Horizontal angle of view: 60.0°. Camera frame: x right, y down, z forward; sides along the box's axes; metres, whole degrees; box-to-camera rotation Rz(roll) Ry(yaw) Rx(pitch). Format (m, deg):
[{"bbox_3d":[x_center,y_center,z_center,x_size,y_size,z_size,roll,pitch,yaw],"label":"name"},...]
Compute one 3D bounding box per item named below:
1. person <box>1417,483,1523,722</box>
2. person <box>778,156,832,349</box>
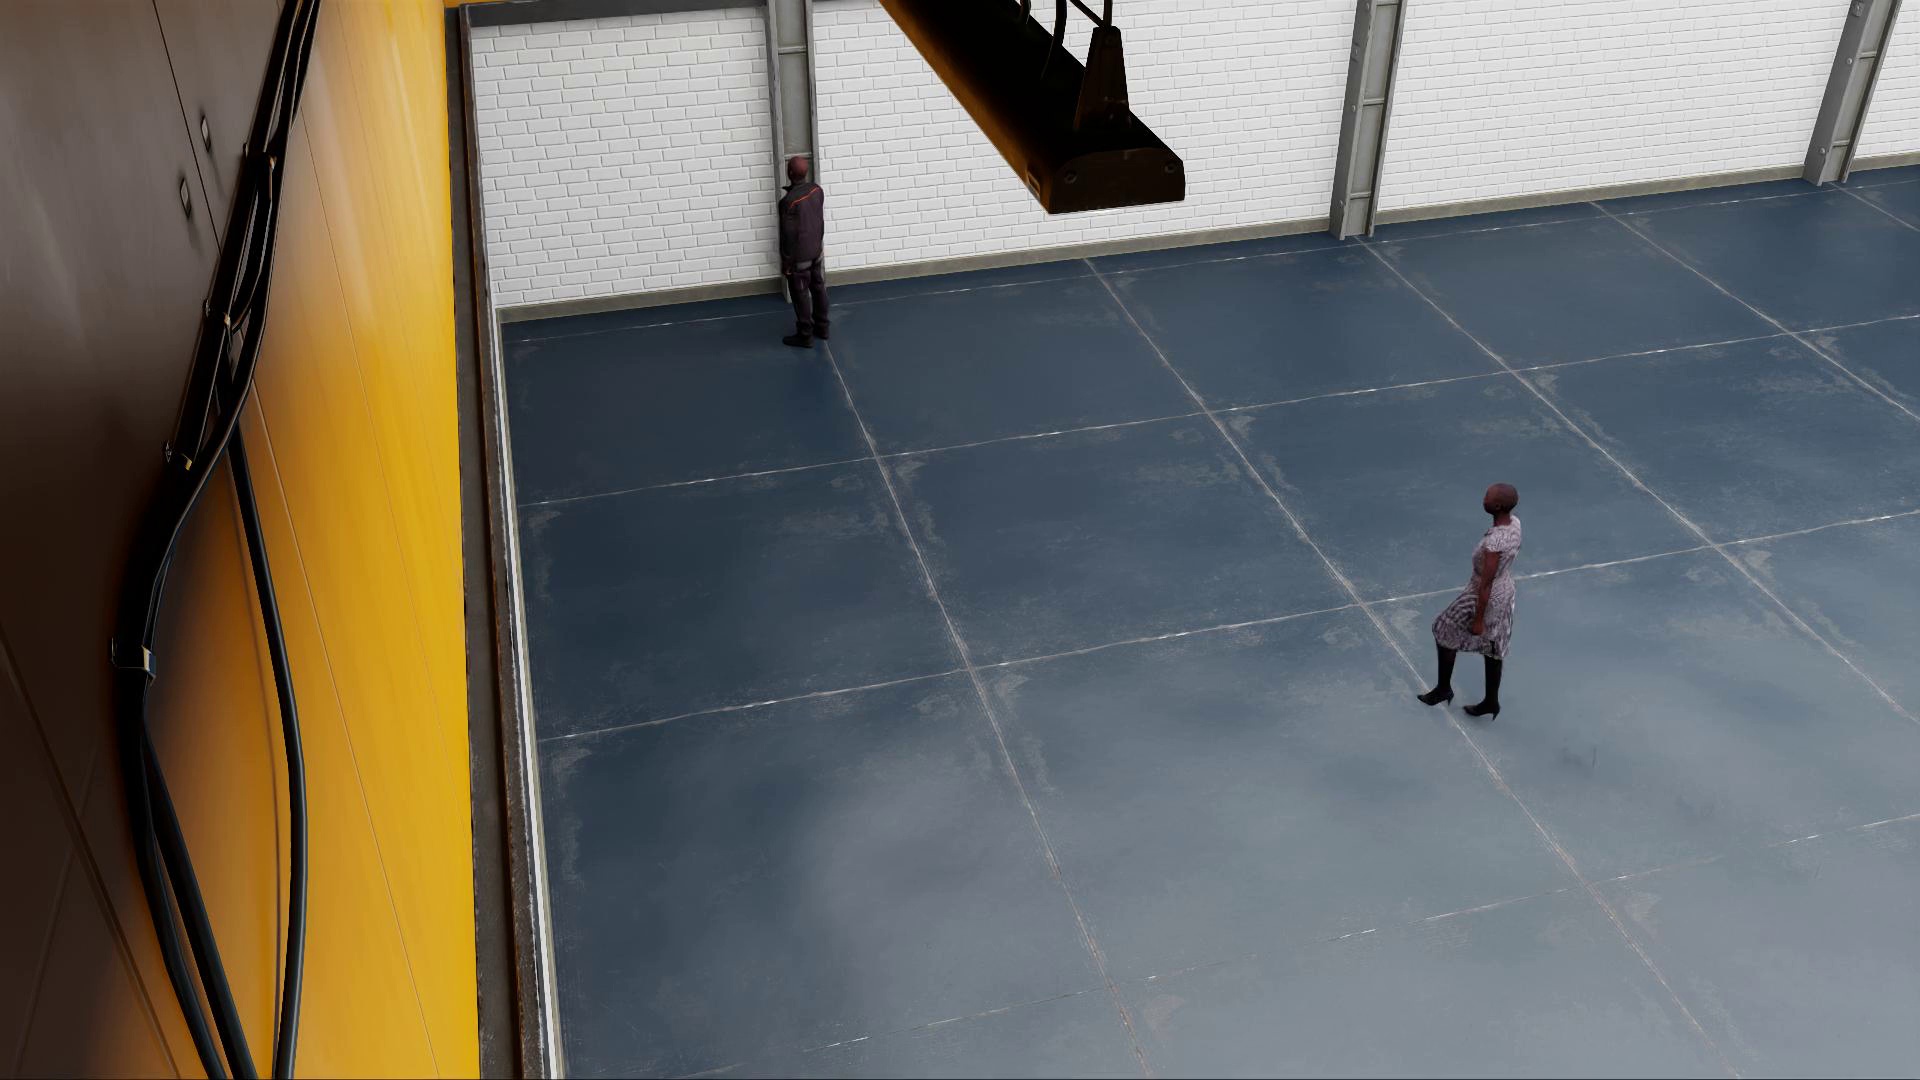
[{"bbox_3d":[3.475,0.456,10.713,0.919,1.770,0.863,22,39,29],"label":"person"},{"bbox_3d":[-1.440,-2.665,15.359,0.853,1.825,0.764,22,40,30],"label":"person"}]
